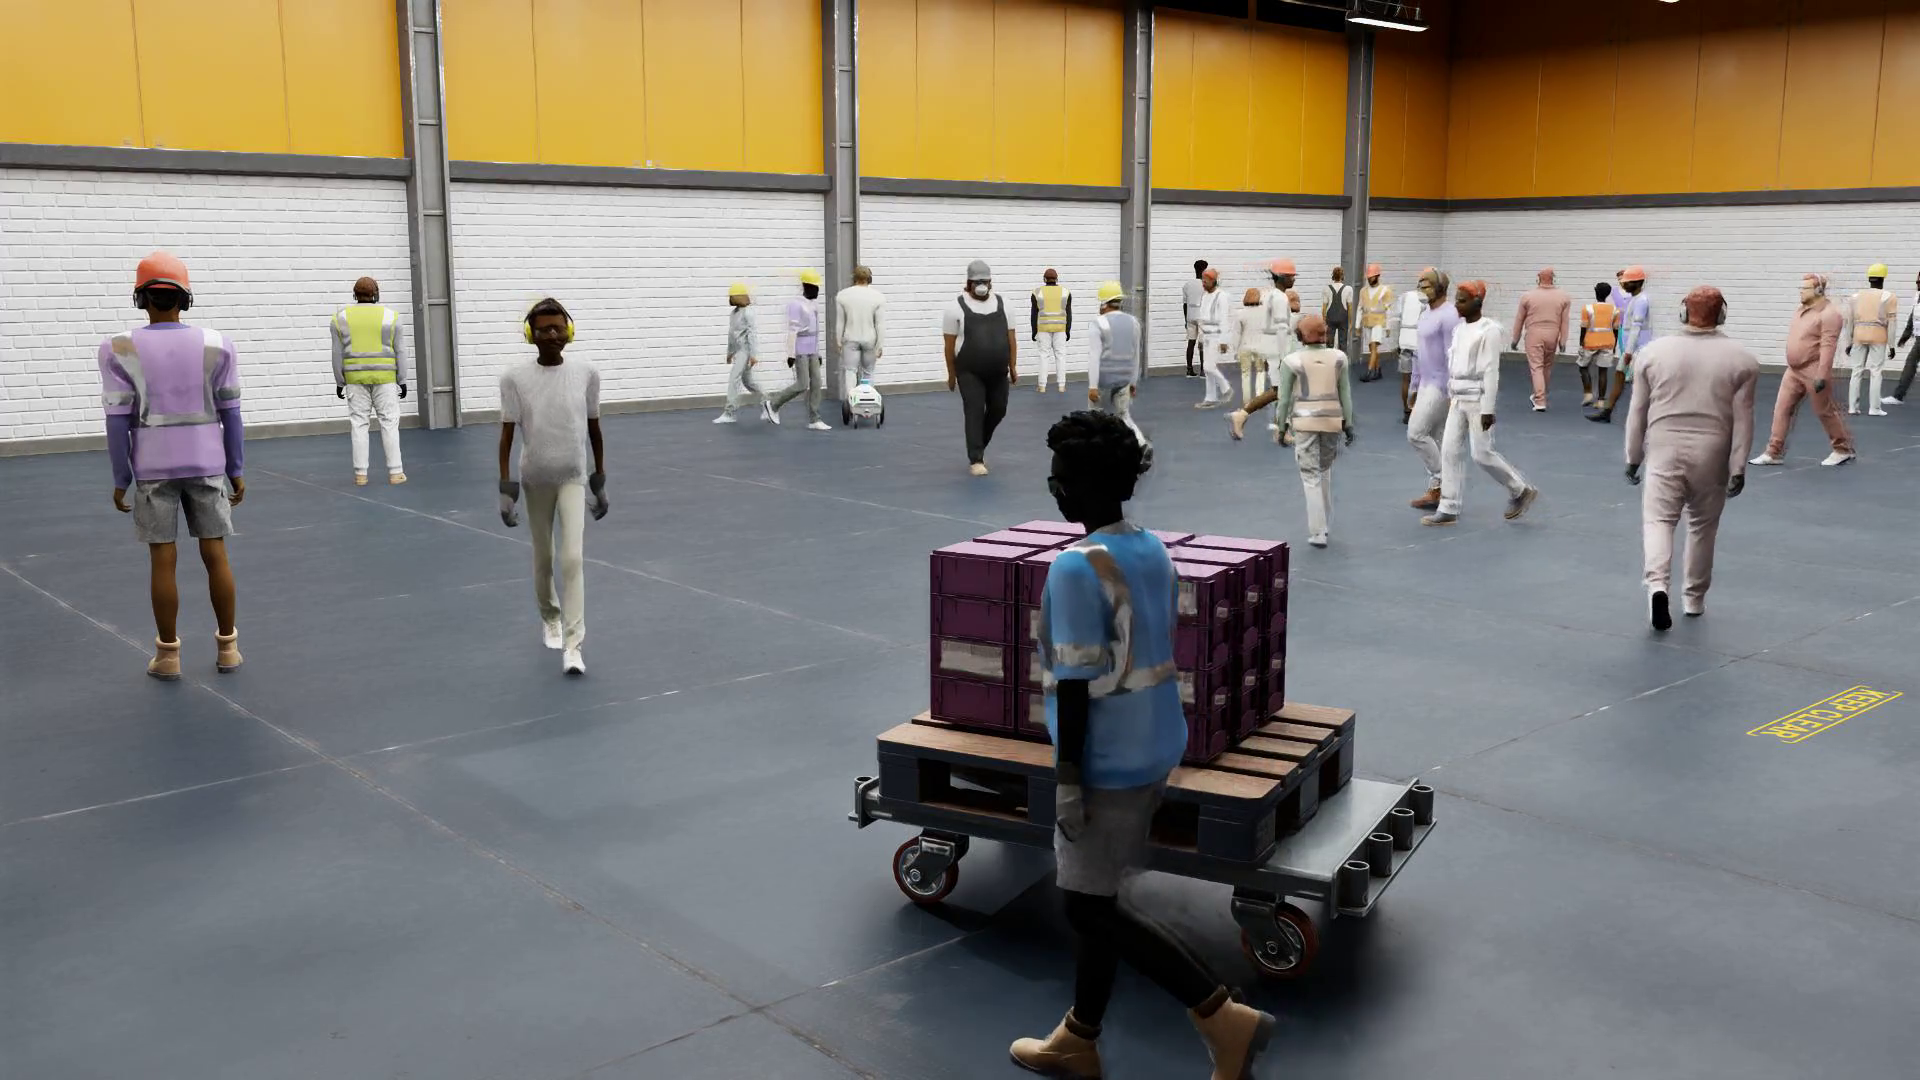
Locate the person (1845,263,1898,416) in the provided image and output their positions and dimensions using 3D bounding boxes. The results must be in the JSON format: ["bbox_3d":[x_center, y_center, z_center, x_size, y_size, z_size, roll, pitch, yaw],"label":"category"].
[{"bbox_3d":[11.566,-2.534,21.122,0.374,1.925,0.618,-8,13,-40],"label":"person"}]

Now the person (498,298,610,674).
[{"bbox_3d":[-2.015,-0.282,8.248,0.540,1.825,1.004,-3,10,-16],"label":"person"}]

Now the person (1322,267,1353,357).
[{"bbox_3d":[6.251,-3.596,27.569,0.508,1.845,0.345,3,10,16],"label":"person"}]

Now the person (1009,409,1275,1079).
[{"bbox_3d":[0.436,0.530,3.923,0.629,1.667,0.552,6,11,30],"label":"person"}]

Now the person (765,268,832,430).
[{"bbox_3d":[-1.873,-2.223,19.387,0.691,1.898,0.624,4,11,23],"label":"person"}]

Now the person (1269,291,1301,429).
[{"bbox_3d":[3.803,-2.080,19.384,0.476,1.613,0.501,-4,11,-25],"label":"person"}]

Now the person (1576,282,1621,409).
[{"bbox_3d":[8.452,-2.572,22.041,0.547,1.678,0.437,0,10,2],"label":"person"}]

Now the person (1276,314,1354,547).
[{"bbox_3d":[2.473,-0.776,11.707,0.541,1.608,0.662,-2,10,-12],"label":"person"}]

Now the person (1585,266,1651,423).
[{"bbox_3d":[8.030,-2.327,19.975,0.819,1.899,0.566,2,10,12],"label":"person"}]

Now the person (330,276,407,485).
[{"bbox_3d":[-5.226,-1.408,14.764,0.629,1.842,0.429,-2,10,-13],"label":"person"}]

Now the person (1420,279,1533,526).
[{"bbox_3d":[3.909,-1.019,12.452,0.793,1.863,0.589,-3,10,-15],"label":"person"}]

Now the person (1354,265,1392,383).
[{"bbox_3d":[6.698,-3.500,26.928,0.546,1.887,0.970,9,13,41],"label":"person"}]

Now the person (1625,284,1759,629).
[{"bbox_3d":[3.981,-0.456,9.115,0.651,1.879,0.878,5,11,26],"label":"person"}]

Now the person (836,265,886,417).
[{"bbox_3d":[-1.234,-2.456,20.678,0.632,1.918,0.745,0,10,2],"label":"person"}]

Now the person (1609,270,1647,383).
[{"bbox_3d":[10.593,-3.381,26.428,0.581,1.799,0.757,8,13,40],"label":"person"}]

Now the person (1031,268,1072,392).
[{"bbox_3d":[1.353,-3.112,24.754,0.626,1.842,0.429,-1,10,-5],"label":"person"}]

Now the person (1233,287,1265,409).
[{"bbox_3d":[3.783,-2.454,21.503,0.514,1.621,0.433,1,10,5],"label":"person"}]

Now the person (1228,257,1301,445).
[{"bbox_3d":[3.304,-2.003,17.738,0.766,2.021,0.624,1,10,4],"label":"person"}]

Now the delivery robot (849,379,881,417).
[{"bbox_3d":[-1.134,-1.667,19.770,0.477,0.478,0.707,-1,10,-8],"label":"delivery robot"}]

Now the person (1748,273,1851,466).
[{"bbox_3d":[8.200,-1.627,16.005,0.977,1.865,0.659,-2,10,-10],"label":"person"}]

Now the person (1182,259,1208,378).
[{"bbox_3d":[3.971,-3.662,27.596,0.603,1.966,0.367,9,13,42],"label":"person"}]

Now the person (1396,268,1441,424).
[{"bbox_3d":[5.452,-2.298,19.872,0.408,1.886,0.636,-8,12,-38],"label":"person"}]

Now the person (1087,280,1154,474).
[{"bbox_3d":[1.446,-1.481,15.314,0.602,1.811,0.752,-7,12,-35],"label":"person"}]

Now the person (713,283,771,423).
[{"bbox_3d":[-2.639,-2.302,20.395,0.867,1.706,0.496,-6,11,-32],"label":"person"}]

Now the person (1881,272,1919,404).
[{"bbox_3d":[13.170,-2.770,22.694,1.017,1.869,0.594,2,10,12],"label":"person"}]

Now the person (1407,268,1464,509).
[{"bbox_3d":[3.745,-1.189,13.237,0.457,1.921,0.661,0,10,-2],"label":"person"}]

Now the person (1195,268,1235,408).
[{"bbox_3d":[3.349,-2.647,21.947,0.461,1.865,0.669,-3,10,-20],"label":"person"}]

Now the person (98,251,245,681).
[{"bbox_3d":[-3.748,-0.346,7.960,0.606,2.044,0.373,-6,12,-33],"label":"person"}]

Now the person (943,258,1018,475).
[{"bbox_3d":[0.185,-1.657,15.642,0.688,2.000,0.822,-3,10,-19],"label":"person"}]

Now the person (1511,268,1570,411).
[{"bbox_3d":[7.636,-2.638,21.922,0.662,1.851,1.004,1,10,3],"label":"person"}]
